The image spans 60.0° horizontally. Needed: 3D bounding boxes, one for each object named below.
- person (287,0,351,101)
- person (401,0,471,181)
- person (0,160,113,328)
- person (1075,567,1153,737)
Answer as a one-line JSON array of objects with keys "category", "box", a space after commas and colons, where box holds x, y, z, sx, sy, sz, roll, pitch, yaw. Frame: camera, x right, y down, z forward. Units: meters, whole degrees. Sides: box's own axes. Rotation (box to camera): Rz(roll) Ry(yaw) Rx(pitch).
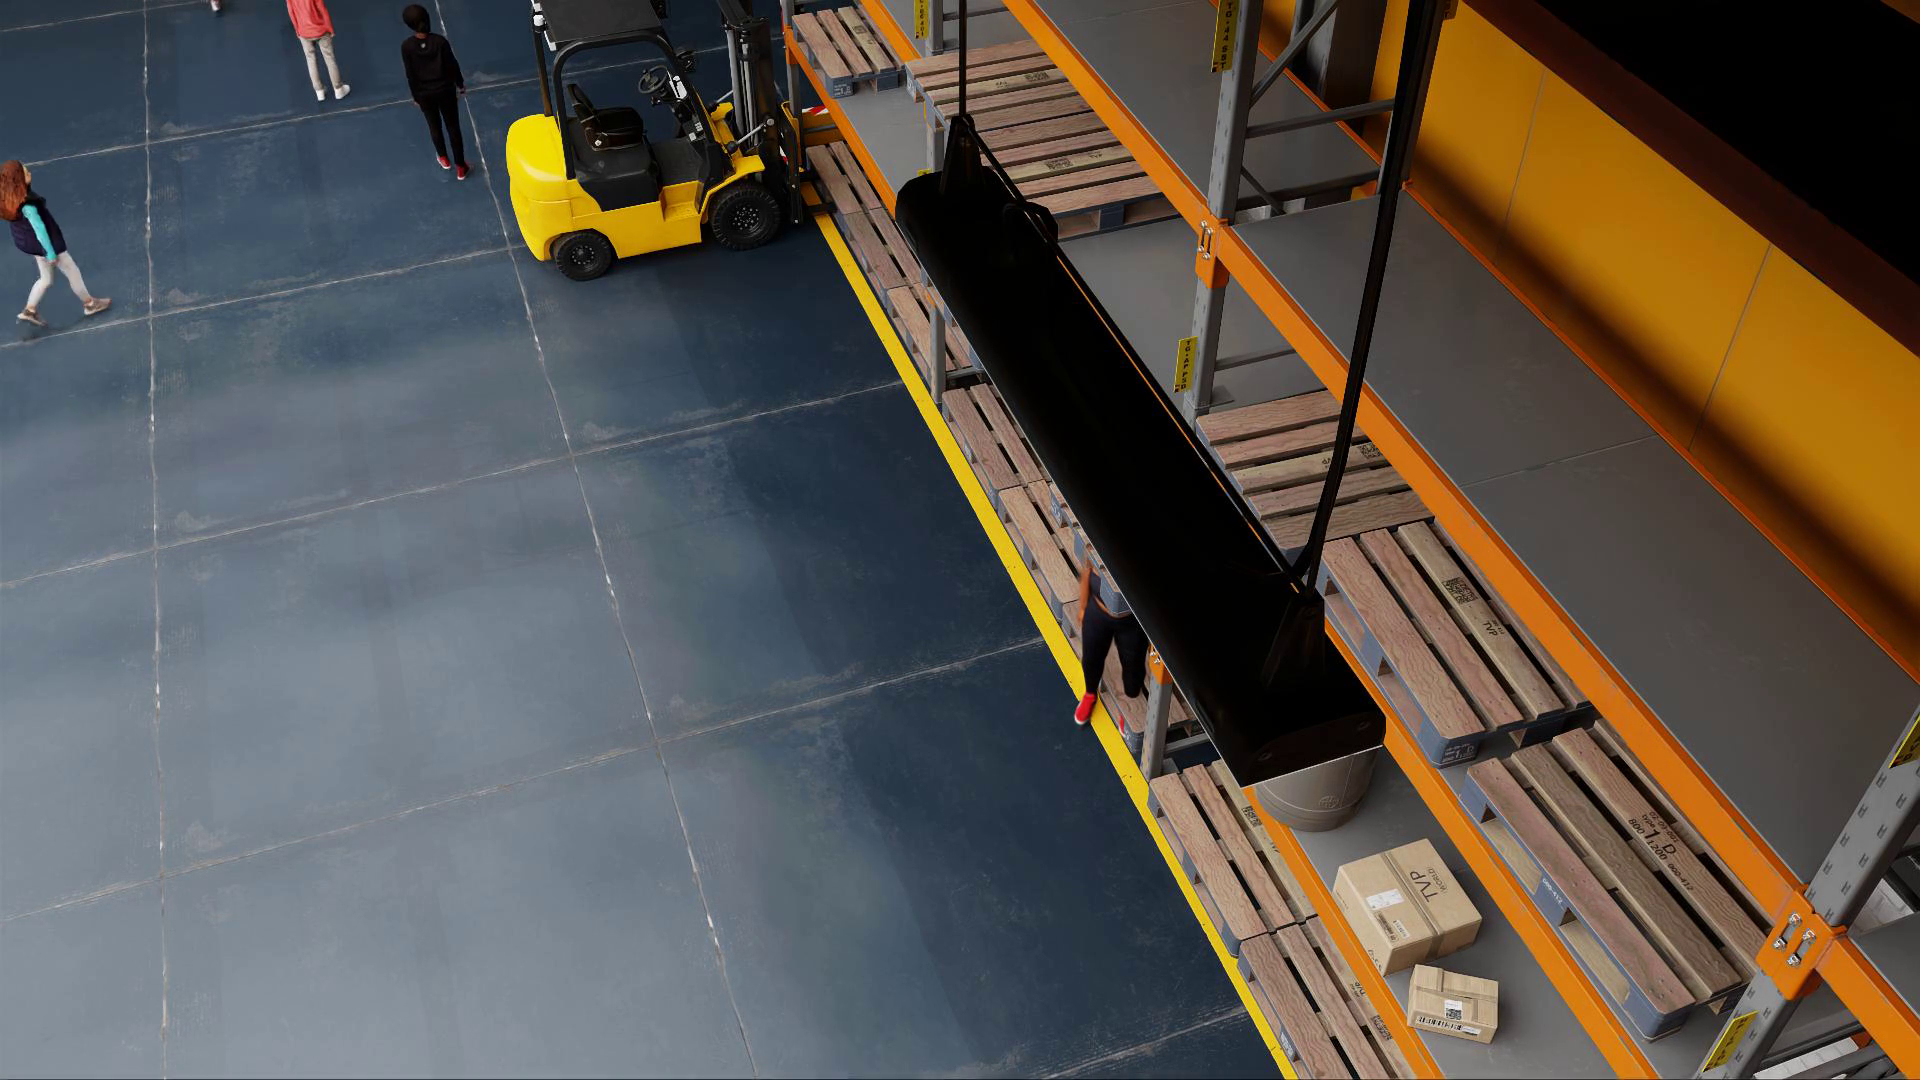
[{"category": "person", "box": [-6.311, -4.978, 16.216, 0.572, 1.416, 0.551, -2, 44, -2]}, {"category": "person", "box": [-4.734, -4.027, 15.036, 0.670, 1.667, 0.740, -8, 44, -9]}, {"category": "person", "box": [-7.471, -2.363, 13.429, 0.960, 1.474, 0.877, 34, 53, 30]}, {"category": "person", "box": [0.973, 0.461, 10.217, 0.770, 1.816, 0.808, 12, 45, 12]}]
